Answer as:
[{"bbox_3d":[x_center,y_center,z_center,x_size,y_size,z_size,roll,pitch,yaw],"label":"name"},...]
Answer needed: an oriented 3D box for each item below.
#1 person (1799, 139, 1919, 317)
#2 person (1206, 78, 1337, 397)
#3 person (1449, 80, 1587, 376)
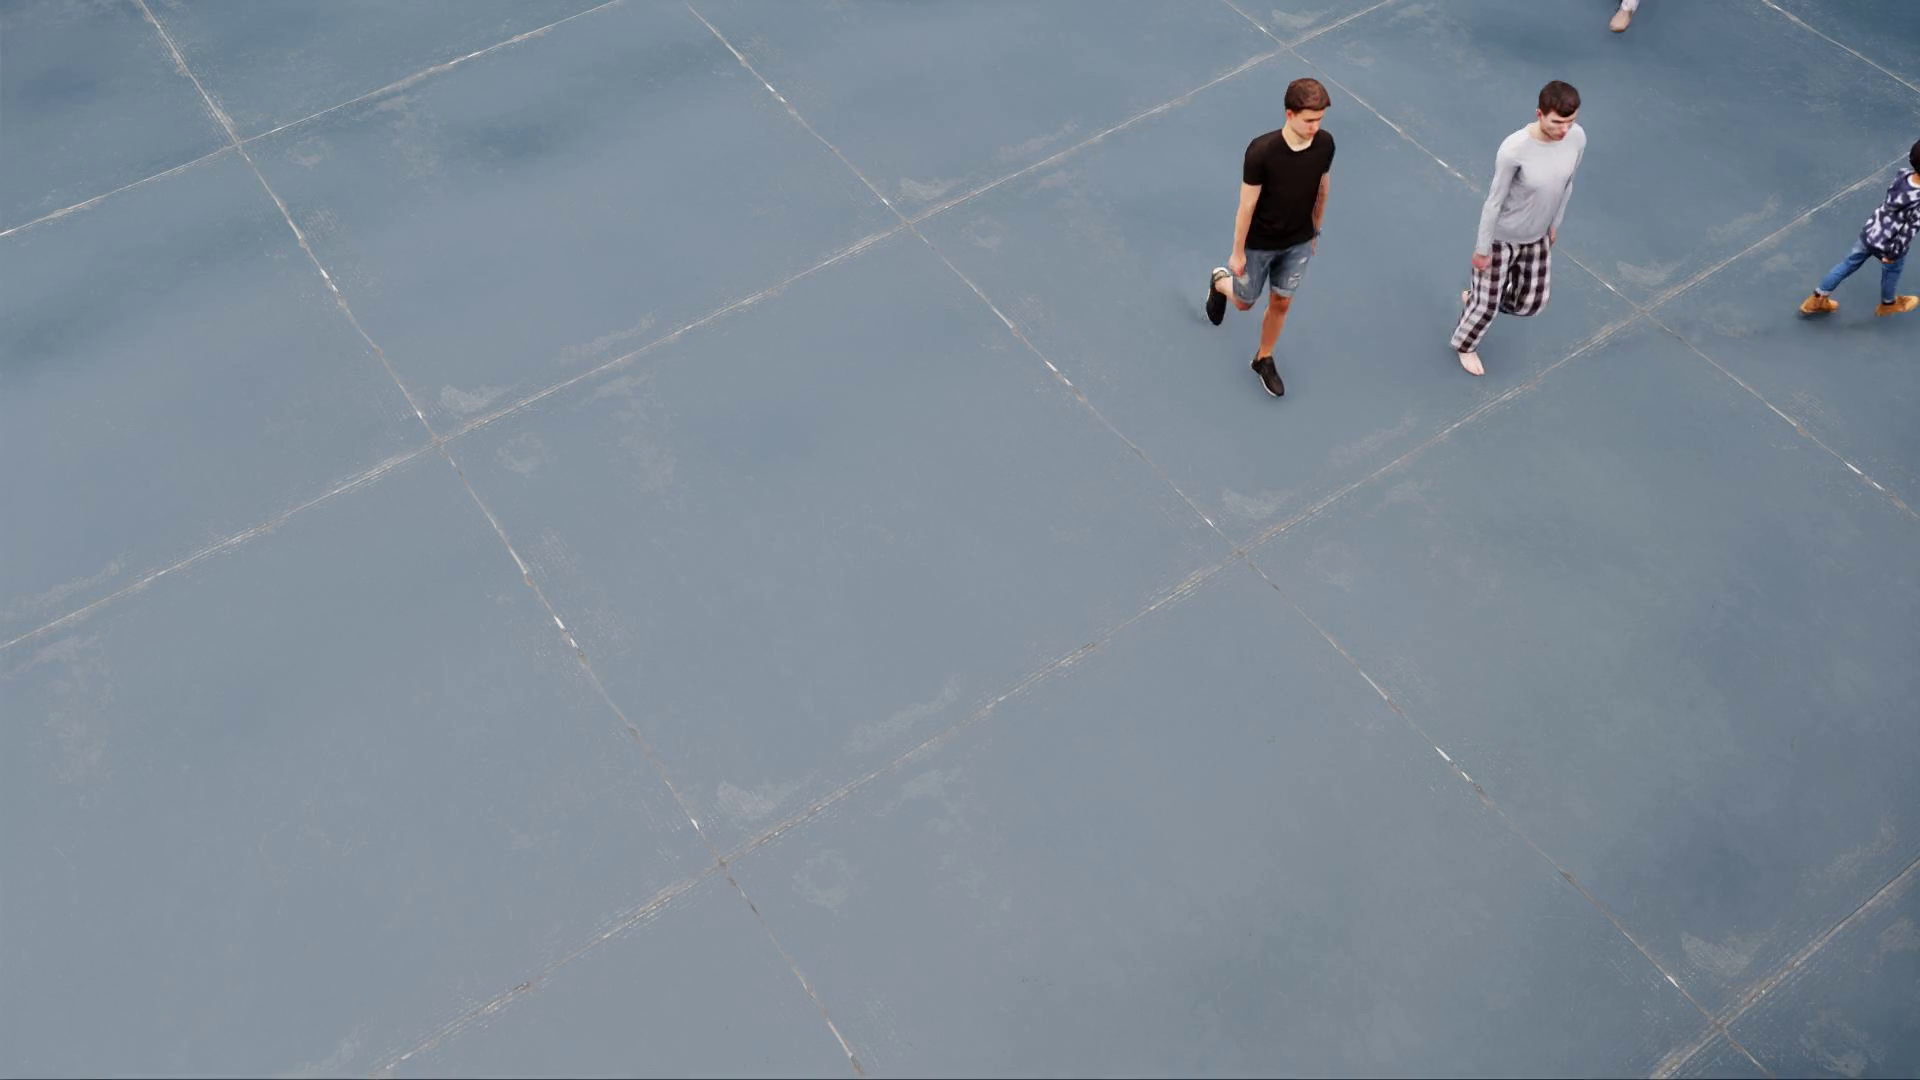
[{"bbox_3d":[4.925,-1.645,8.913,0.773,1.222,0.850,-8,53,-6],"label":"person"},{"bbox_3d":[1.567,-1.597,8.488,0.869,1.836,1.092,-13,53,-10],"label":"person"},{"bbox_3d":[2.805,-1.636,8.518,0.766,1.836,0.831,-14,54,-11],"label":"person"}]
